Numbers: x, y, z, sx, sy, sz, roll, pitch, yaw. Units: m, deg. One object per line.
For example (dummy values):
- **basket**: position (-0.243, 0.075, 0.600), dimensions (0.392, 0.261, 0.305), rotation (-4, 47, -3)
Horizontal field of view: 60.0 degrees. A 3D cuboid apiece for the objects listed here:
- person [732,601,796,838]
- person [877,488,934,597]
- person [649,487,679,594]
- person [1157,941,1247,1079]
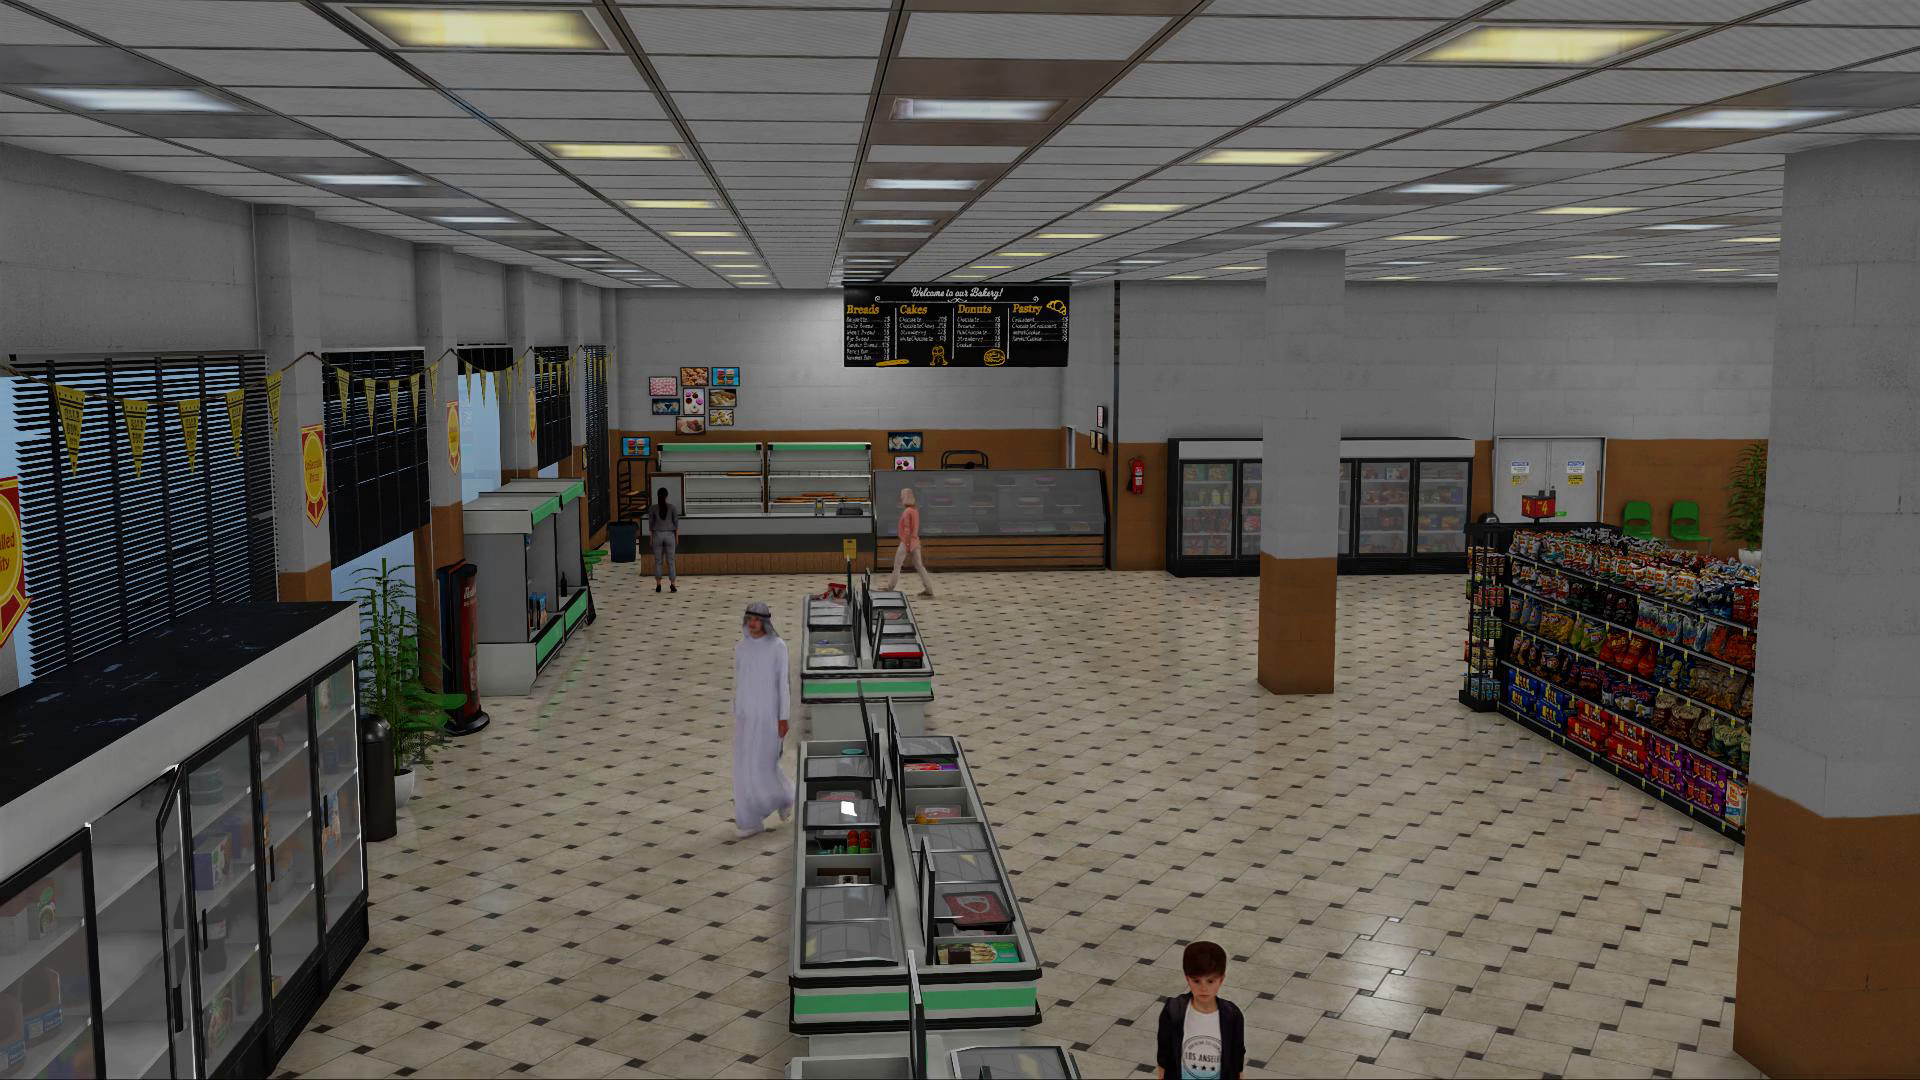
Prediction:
- **person**: position (-1.562, 1.435, 13.500), dimensions (0.925, 1.911, 1.023), rotation (4, 8, 27)
- **person**: position (-0.699, 0.082, 25.704), dimensions (0.997, 1.671, 1.152), rotation (2, 7, 20)
- **person**: position (-4.694, -0.003, 26.371), dimensions (0.604, 1.678, 0.571), rotation (-1, 7, -4)
- **person**: position (1.040, 2.435, 7.168), dimensions (0.552, 1.447, 0.540), rotation (0, 7, 1)
